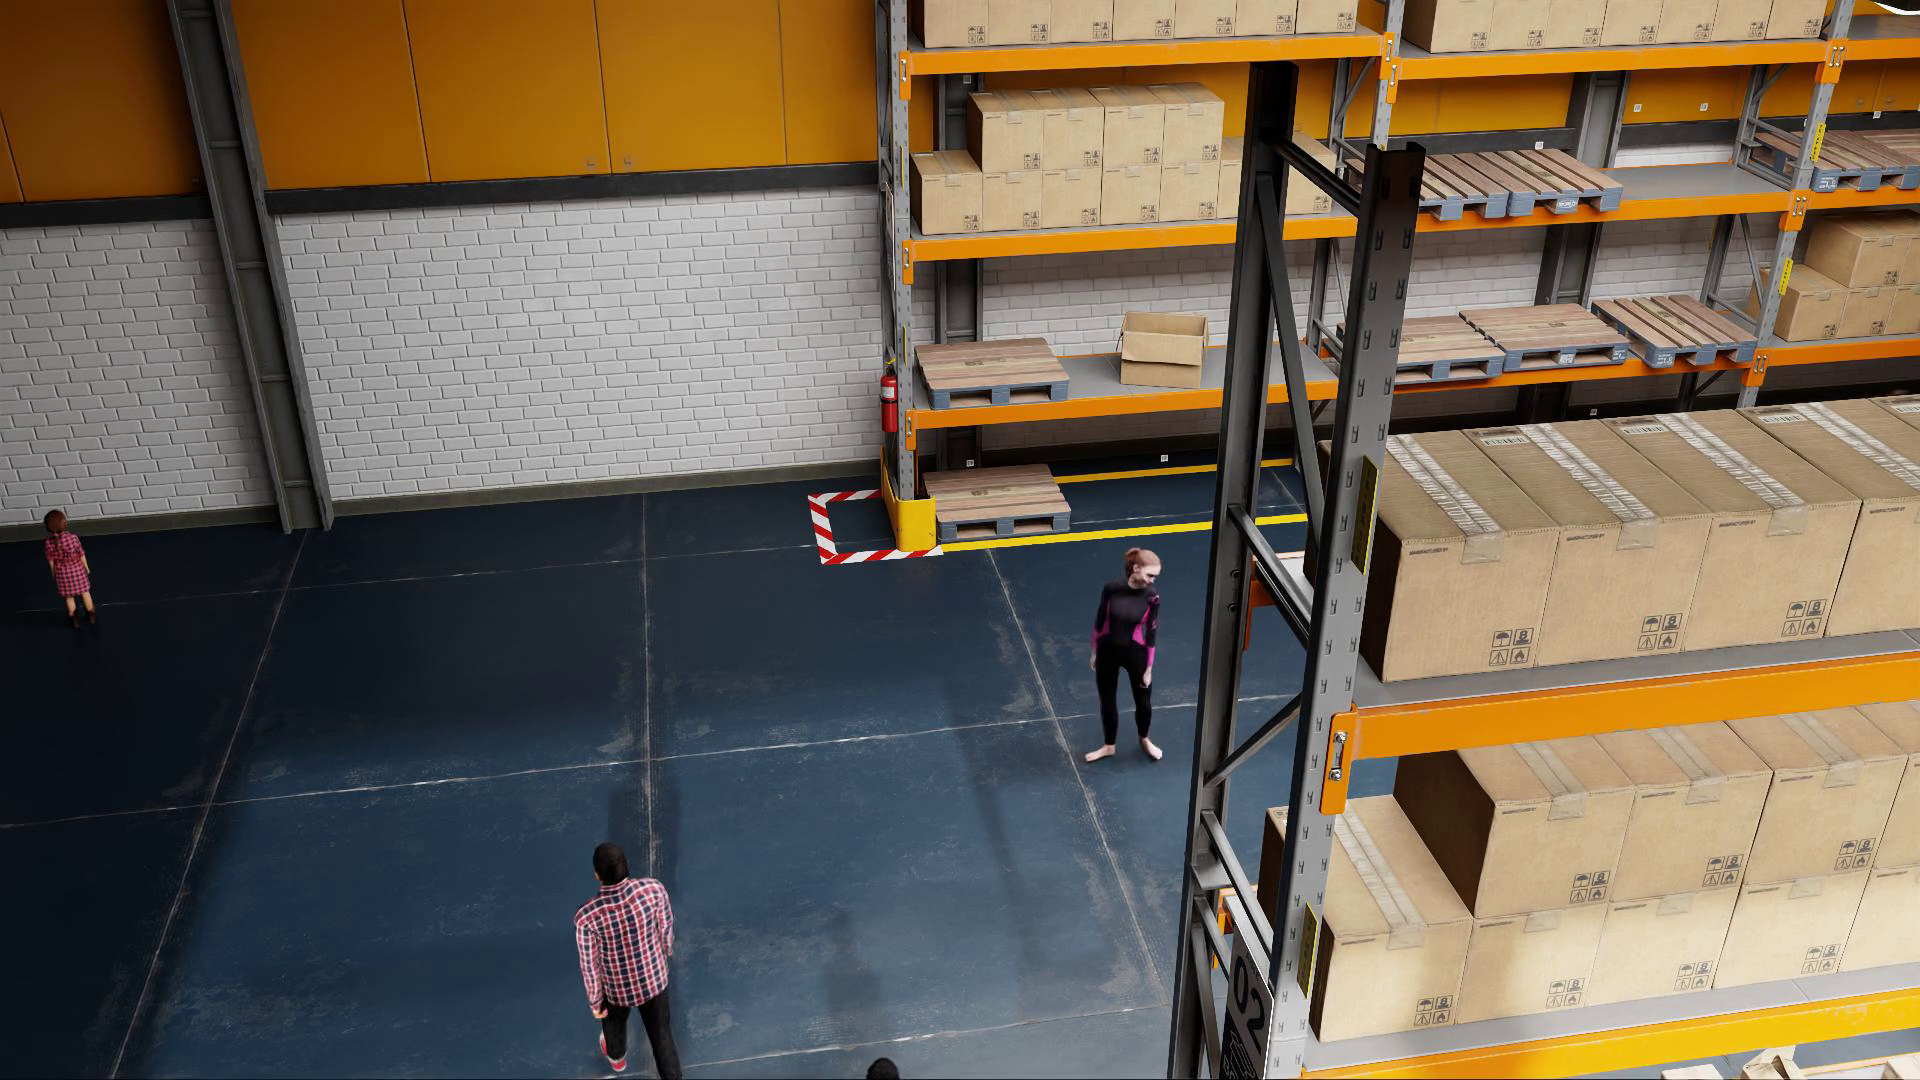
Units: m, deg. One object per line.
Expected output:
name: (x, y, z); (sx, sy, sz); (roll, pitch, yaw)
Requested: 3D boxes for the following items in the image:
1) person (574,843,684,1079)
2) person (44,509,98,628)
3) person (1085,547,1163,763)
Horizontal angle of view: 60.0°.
person: (-1.693, 2.330, 8.780); (1.121, 1.738, 0.952); (-14, 31, -23)
person: (-7.177, 0.226, 13.387); (0.442, 1.020, 0.539); (-15, 32, -25)
person: (1.098, 0.810, 11.588); (0.714, 1.717, 0.857); (18, 33, 29)
